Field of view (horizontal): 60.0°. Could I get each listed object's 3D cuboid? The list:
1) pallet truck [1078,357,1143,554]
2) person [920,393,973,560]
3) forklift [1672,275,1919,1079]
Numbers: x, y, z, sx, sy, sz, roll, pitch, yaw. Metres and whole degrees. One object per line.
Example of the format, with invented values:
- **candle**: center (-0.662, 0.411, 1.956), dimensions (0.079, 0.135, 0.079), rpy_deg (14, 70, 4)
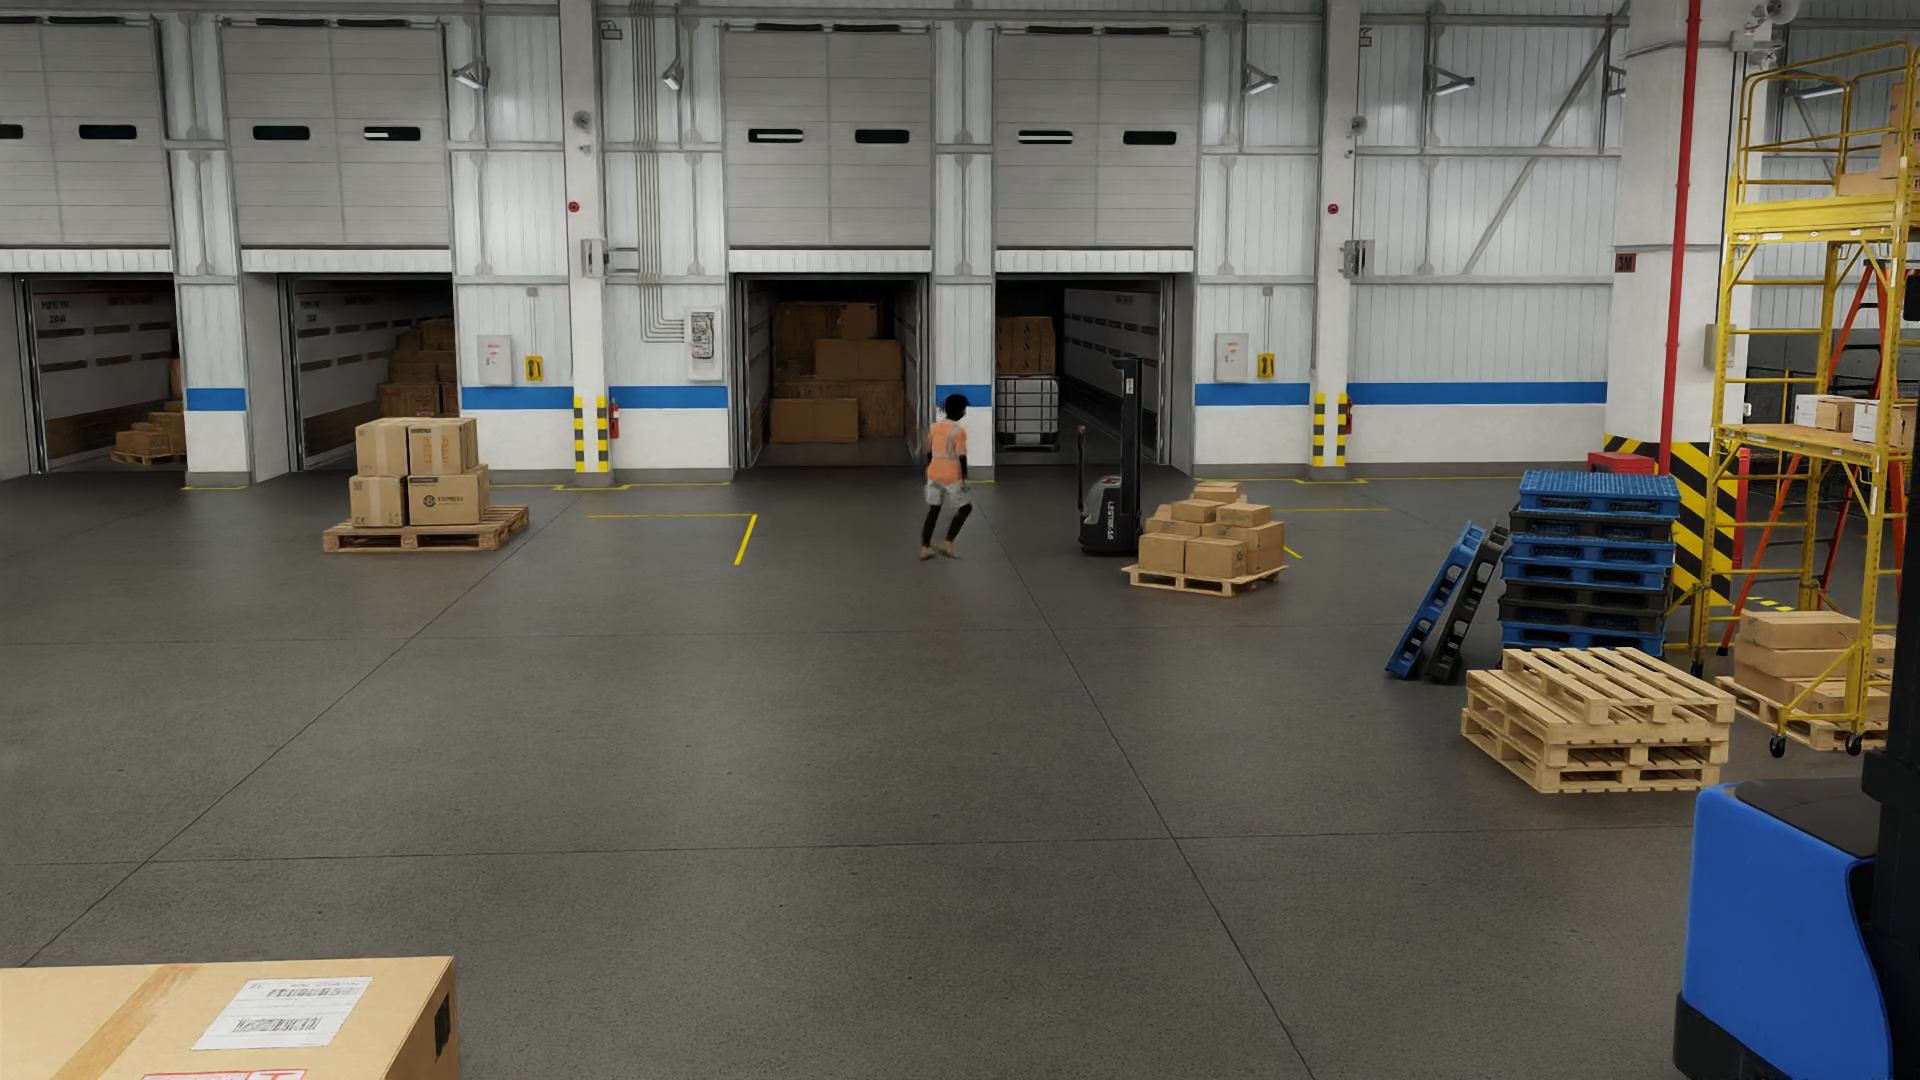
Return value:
- **pallet truck**: center (2.088, -0.836, 16.757), dimensions (1.885, 1.965, 0.823), rpy_deg (2, 9, 13)
- **person**: center (-0.129, -0.607, 16.353), dimensions (0.486, 1.653, 0.606), rpy_deg (-7, 12, -39)
- **forklift**: center (3.148, 0.622, 4.840), dimensions (1.129, 2.768, 1.873), rpy_deg (-2, 9, -10)
